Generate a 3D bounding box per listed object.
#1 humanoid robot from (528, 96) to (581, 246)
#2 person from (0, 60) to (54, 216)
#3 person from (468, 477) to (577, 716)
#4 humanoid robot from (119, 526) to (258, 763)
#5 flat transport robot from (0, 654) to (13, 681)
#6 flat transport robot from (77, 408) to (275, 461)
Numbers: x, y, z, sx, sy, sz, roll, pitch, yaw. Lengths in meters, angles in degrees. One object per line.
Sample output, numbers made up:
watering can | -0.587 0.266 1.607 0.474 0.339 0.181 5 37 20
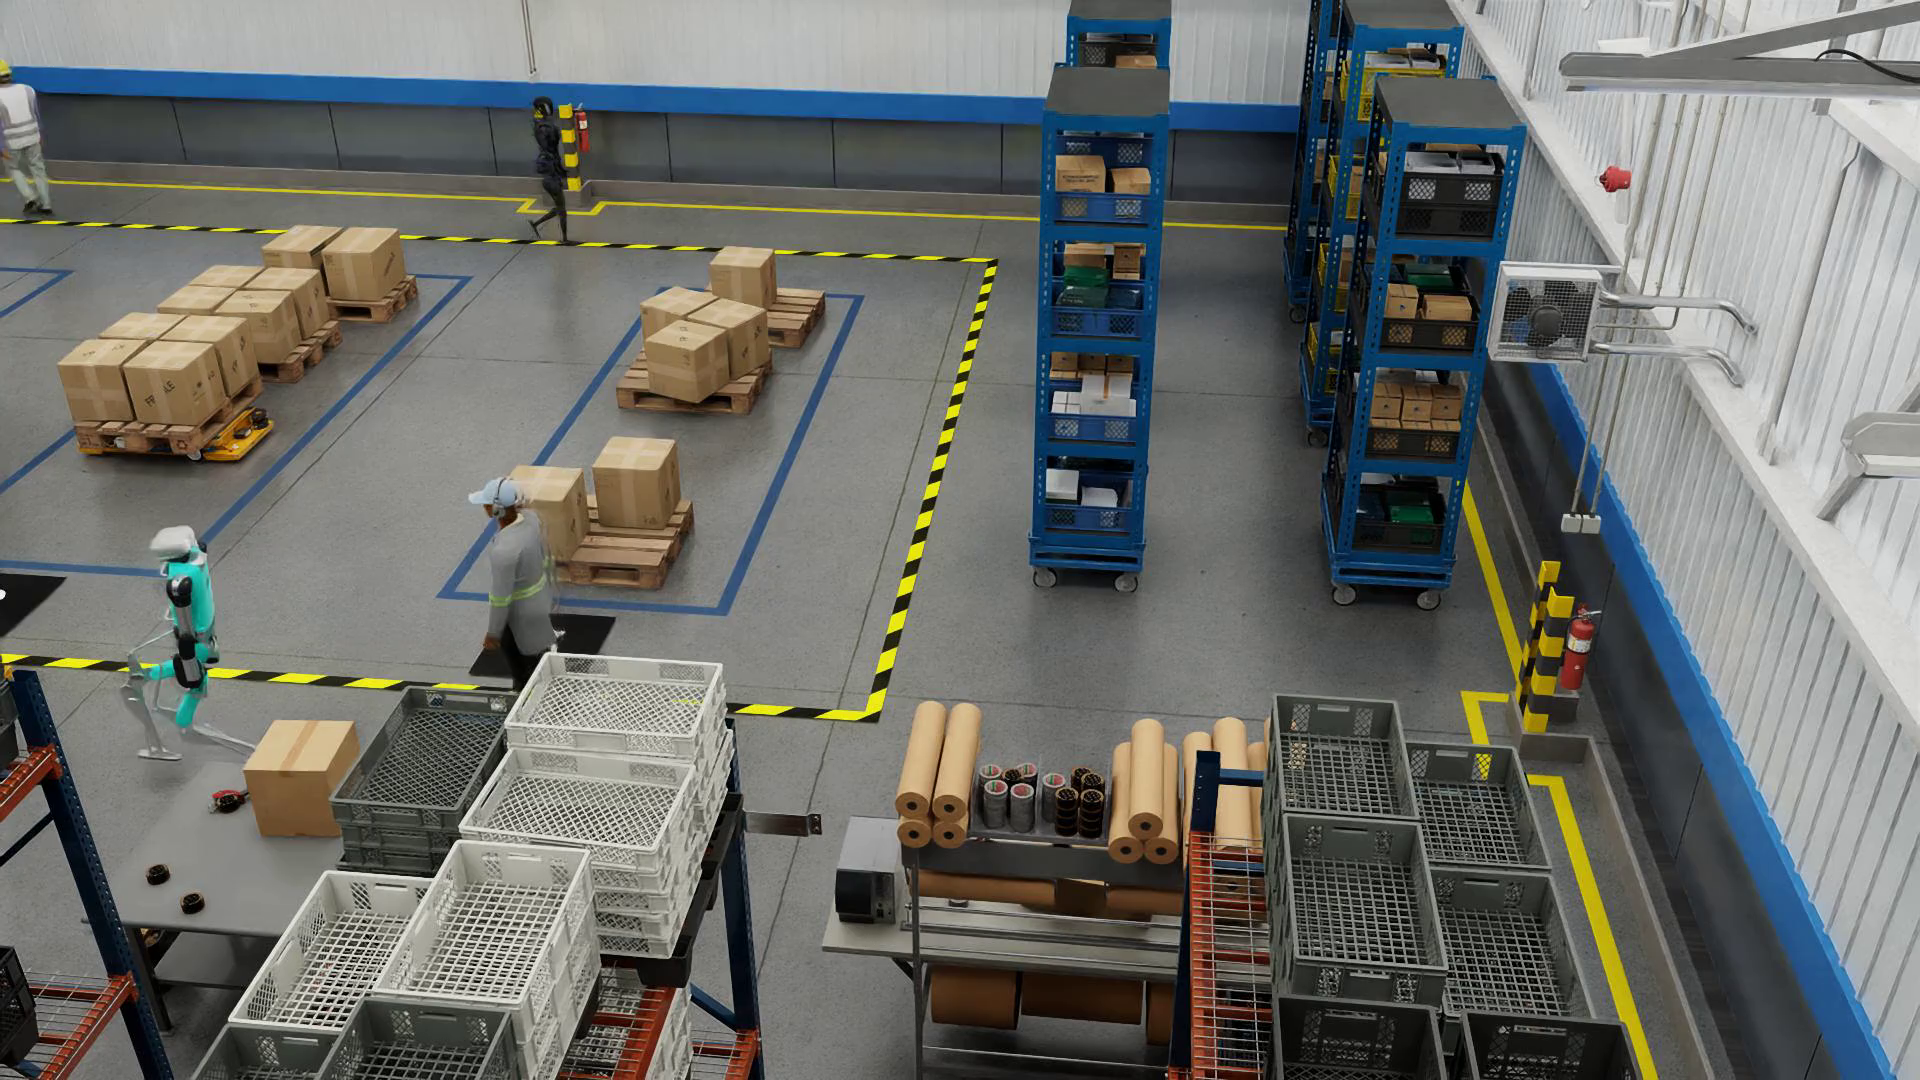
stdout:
humanoid robot | -4.533 -4.035 18.204 0.539 1.640 0.601 -2 30 -3
person | -10.748 -4.585 19.003 0.437 1.816 0.599 21 36 32
person | -2.800 0.437 10.367 0.771 1.829 0.585 1 30 1
humanoid robot | -4.782 0.733 10.013 1.063 1.763 0.553 -5 31 -9
flat transport robot | -7.142 0.969 11.010 1.431 0.231 0.659 3 30 6
flat transport robot | -6.728 -0.944 14.268 1.431 0.197 0.652 3 30 6
